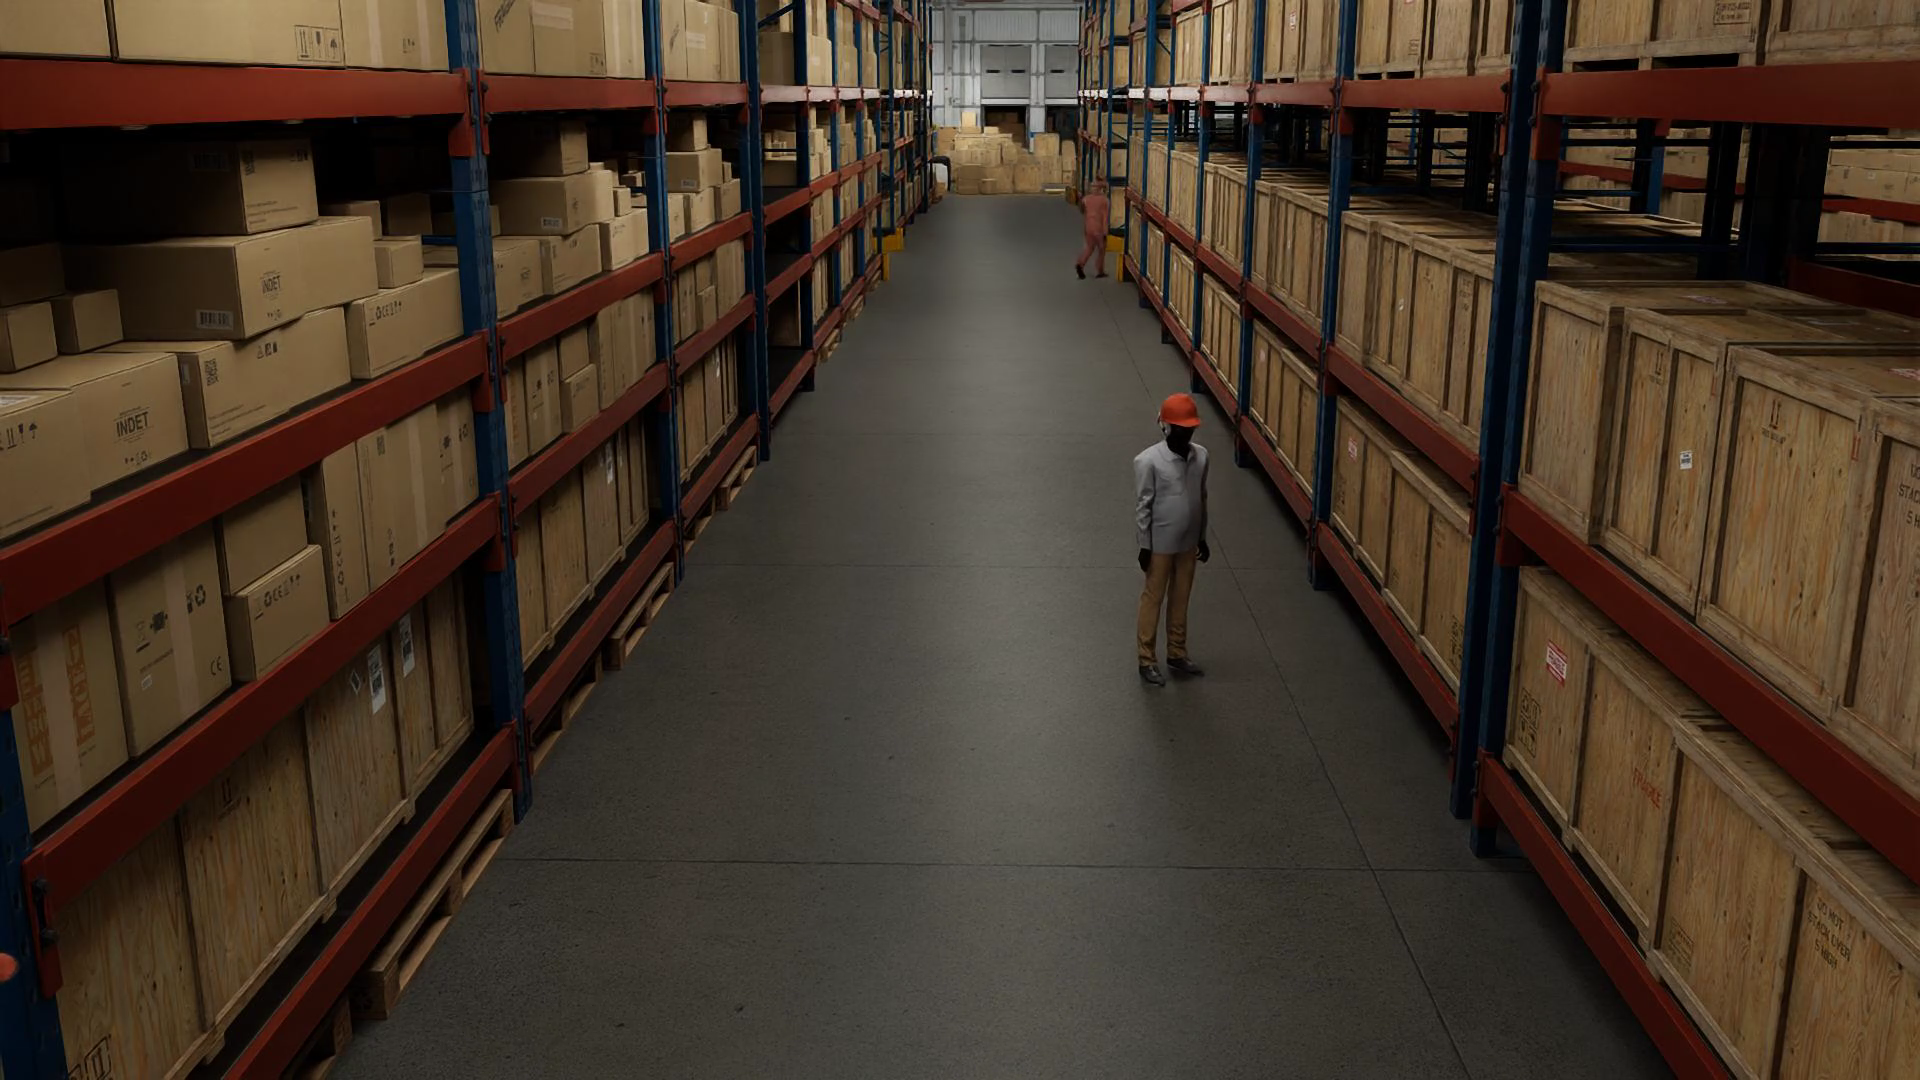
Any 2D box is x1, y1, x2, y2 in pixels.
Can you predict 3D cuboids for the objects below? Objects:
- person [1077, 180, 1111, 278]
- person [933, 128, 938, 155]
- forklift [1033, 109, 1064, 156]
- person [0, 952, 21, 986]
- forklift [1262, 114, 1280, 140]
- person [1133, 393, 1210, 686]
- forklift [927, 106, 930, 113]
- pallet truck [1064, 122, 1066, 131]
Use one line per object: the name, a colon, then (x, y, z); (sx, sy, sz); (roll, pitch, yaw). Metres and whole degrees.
person: (2.567, -5.912, 31.731); (0.782, 1.864, 0.661); (-13, 20, -39)
person: (-0.933, -18.480, 78.434); (0.788, 1.905, 0.394); (-4, 16, -14)
forklift: (4.110, -16.825, 70.392); (1.873, 2.768, 1.129); (-3, 15, -11)
person: (-1.961, 1.654, 3.317); (0.612, 1.995, 0.382); (8, 17, 28)
forklift: (10.932, -13.633, 58.517); (1.129, 2.768, 1.873); (4, 15, 13)
person: (1.283, -0.013, 9.975); (0.560, 1.752, 0.325); (-11, 18, -34)
forklift: (-1.998, -20.666, 84.684); (1.129, 2.768, 1.873); (0, 15, 2)
pallet truck: (5.788, -21.111, 88.014); (1.885, 1.965, 0.823); (5, 16, 18)
